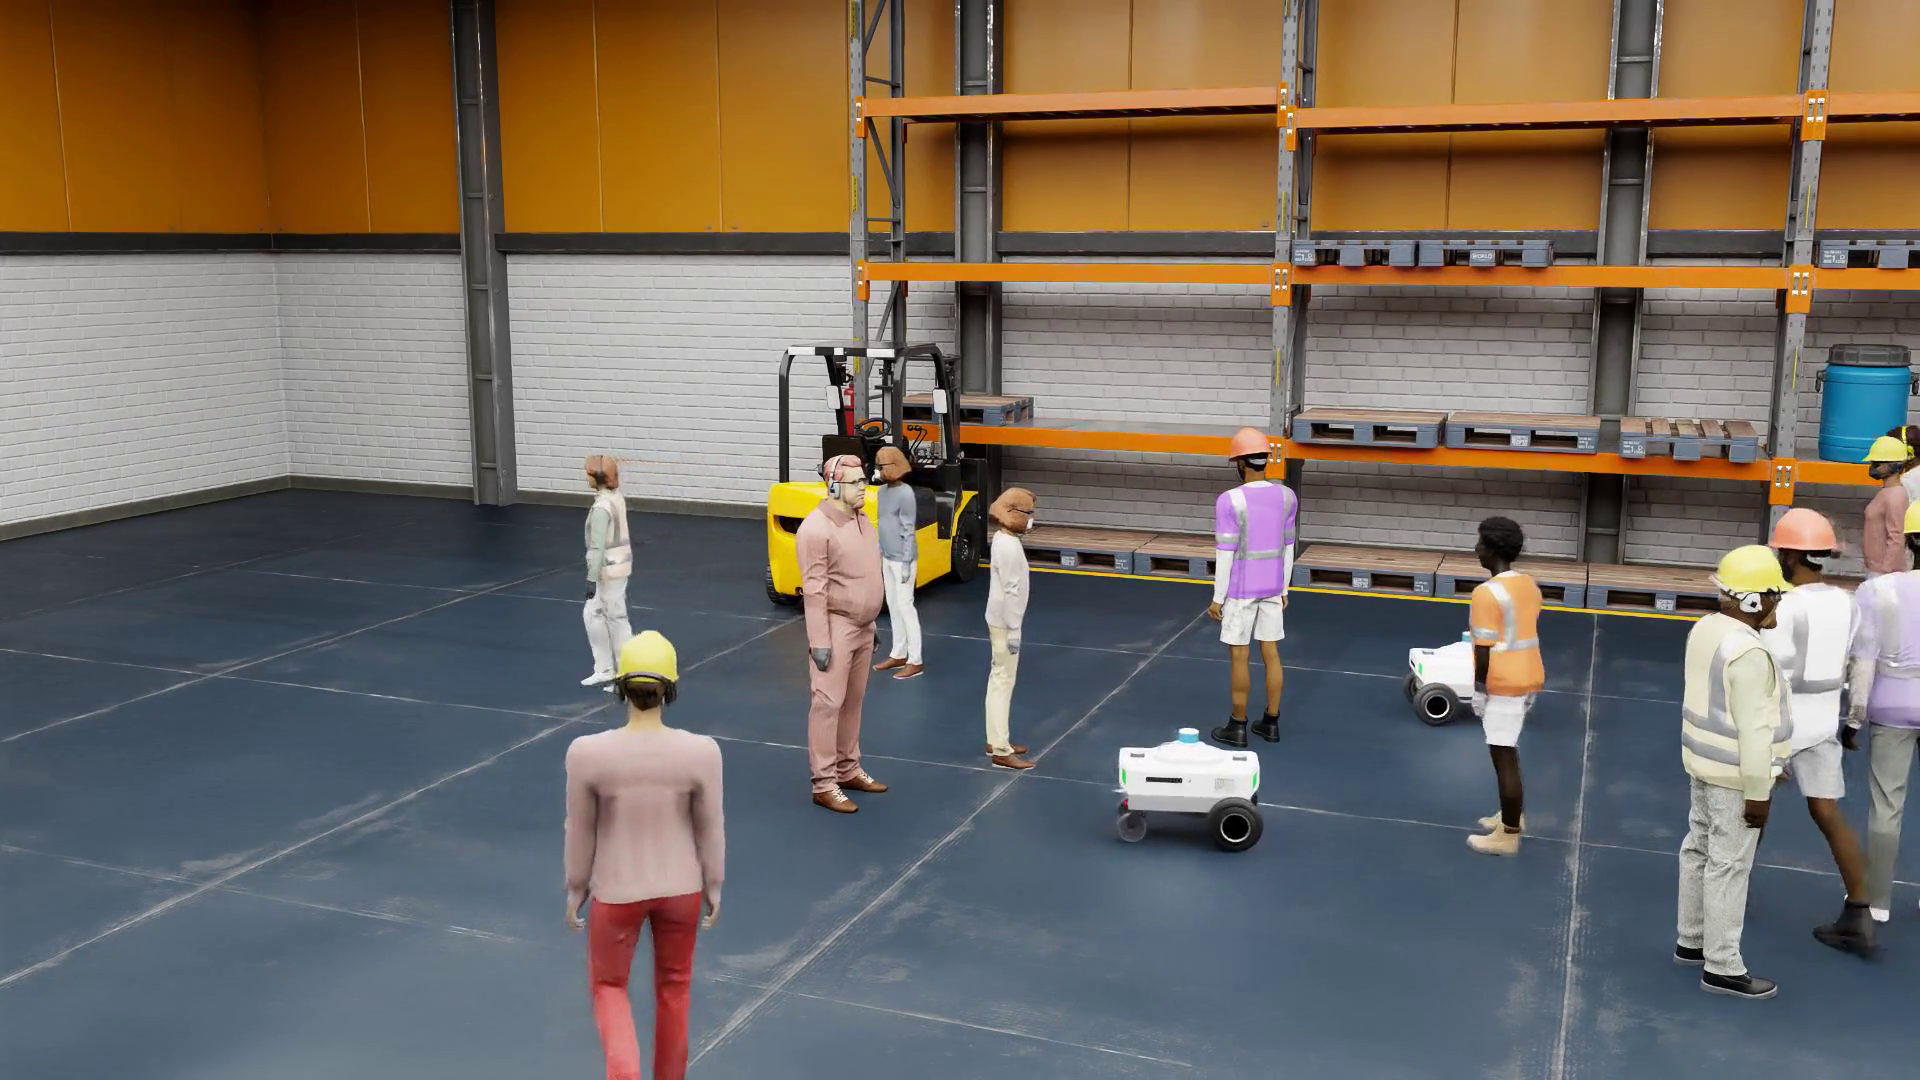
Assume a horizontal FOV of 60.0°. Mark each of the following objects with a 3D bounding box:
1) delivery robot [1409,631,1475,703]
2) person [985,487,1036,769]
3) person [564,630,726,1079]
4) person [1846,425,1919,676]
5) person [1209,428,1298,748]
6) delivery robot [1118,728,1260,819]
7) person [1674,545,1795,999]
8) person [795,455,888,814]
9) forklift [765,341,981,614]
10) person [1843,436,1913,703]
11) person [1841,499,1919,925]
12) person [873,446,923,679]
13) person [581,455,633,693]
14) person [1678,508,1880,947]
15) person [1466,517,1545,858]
[{"bbox_3d":[3.243,0.827,10.593,0.707,0.478,0.477,1,10,5],"label":"delivery robot"},{"bbox_3d":[0.290,0.501,9.664,0.287,1.633,0.501,0,10,-3],"label":"person"},{"bbox_3d":[-1.040,1.176,5.552,0.539,1.749,0.578,-3,10,-14],"label":"person"},{"bbox_3d":[6.440,0.130,11.242,0.524,1.818,0.978,-5,12,-28],"label":"person"},{"bbox_3d":[1.746,0.289,10.025,0.543,1.928,0.370,-4,11,-23],"label":"person"},{"bbox_3d":[1.161,1.205,8.487,0.707,0.478,0.477,1,10,6],"label":"delivery robot"},{"bbox_3d":[3.147,0.923,6.755,0.404,1.833,0.588,0,10,3],"label":"person"},{"bbox_3d":[-0.608,0.488,8.971,0.407,1.910,0.639,5,11,24],"label":"person"},{"bbox_3d":[-0.739,-0.602,14.246,1.214,2.155,2.313,4,11,21],"label":"forklift"},{"bbox_3d":[6.076,0.195,11.003,0.316,1.766,0.533,4,11,21],"label":"person"},{"bbox_3d":[4.234,0.766,7.388,0.590,1.920,0.388,2,10,11],"label":"person"},{"bbox_3d":[-0.447,0.150,11.651,0.293,1.622,0.511,-6,12,-28],"label":"person"},{"bbox_3d":[-2.414,0.236,11.141,0.577,1.618,0.532,0,10,-1],"label":"person"},{"bbox_3d":[3.695,0.801,7.306,0.566,1.889,1.005,-4,11,-21],"label":"person"},{"bbox_3d":[2.710,0.725,8.294,0.393,1.672,0.540,10,14,44],"label":"person"}]
